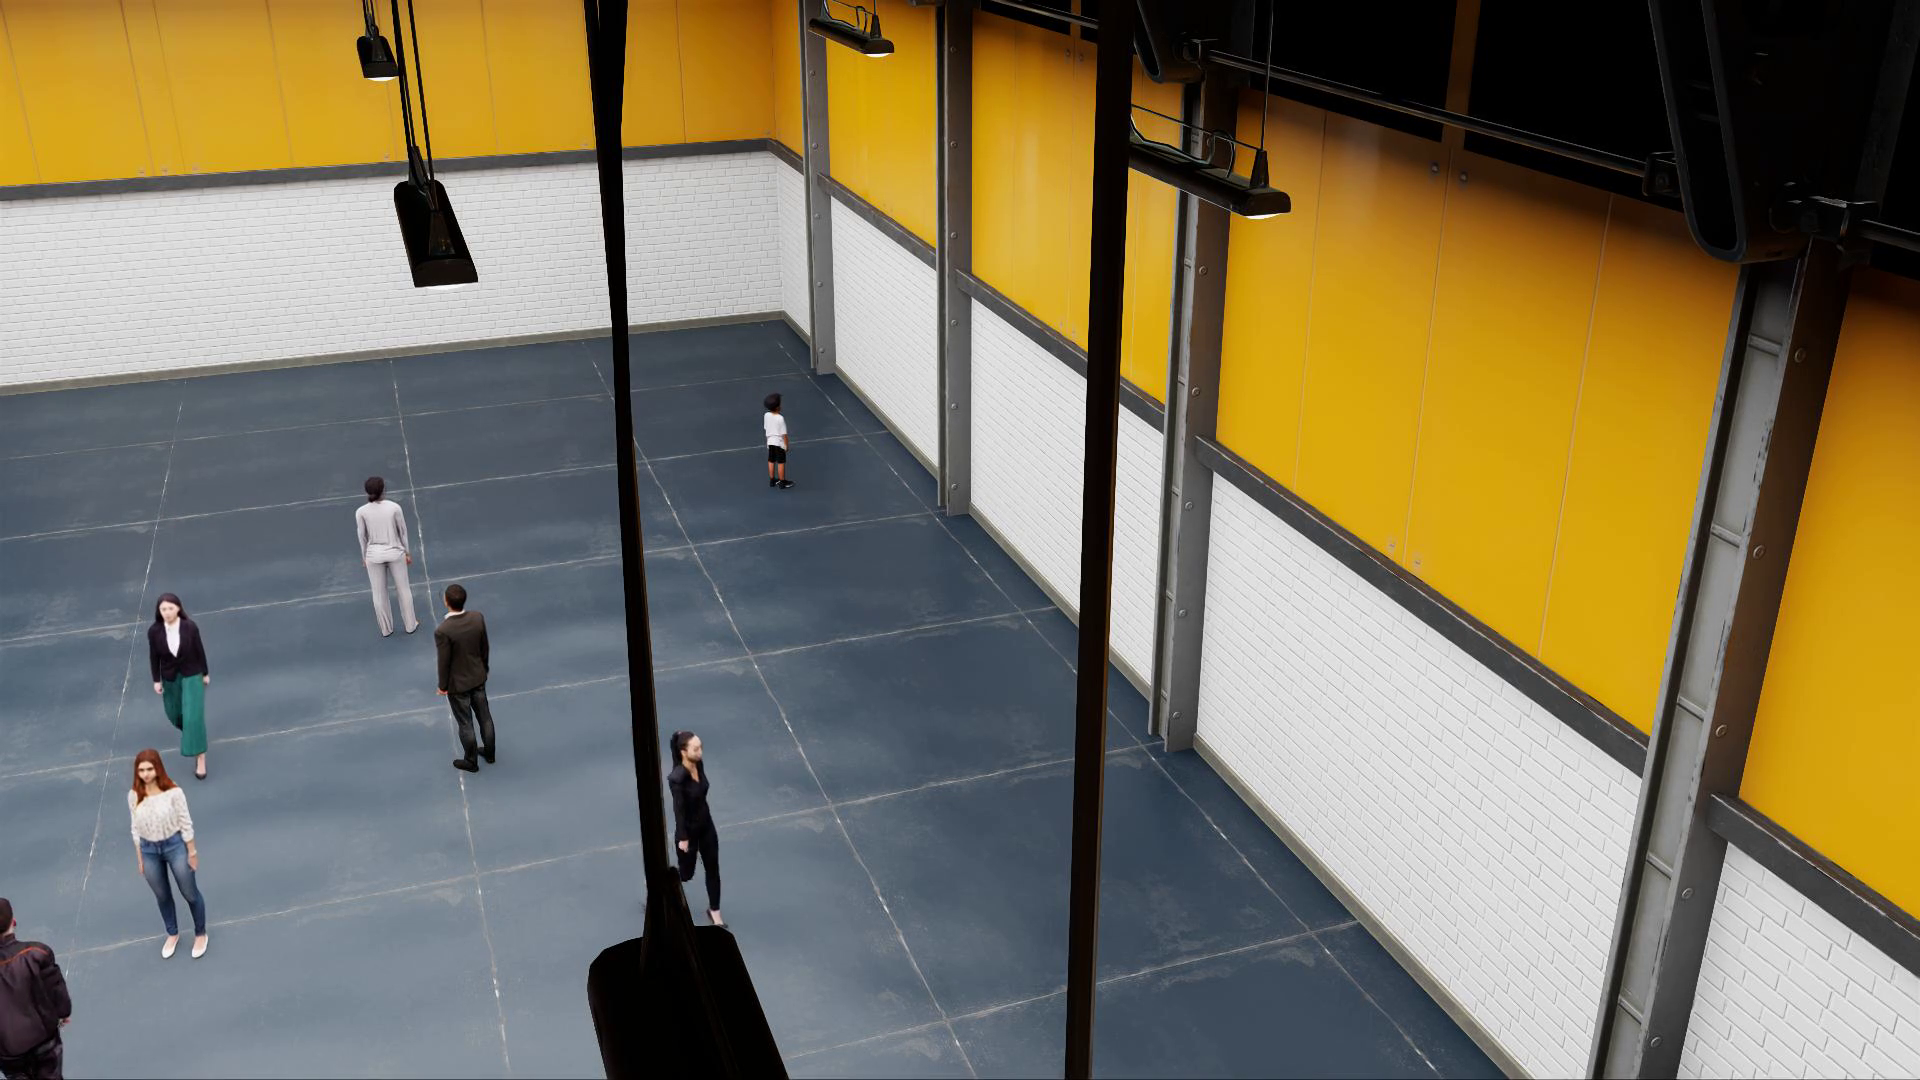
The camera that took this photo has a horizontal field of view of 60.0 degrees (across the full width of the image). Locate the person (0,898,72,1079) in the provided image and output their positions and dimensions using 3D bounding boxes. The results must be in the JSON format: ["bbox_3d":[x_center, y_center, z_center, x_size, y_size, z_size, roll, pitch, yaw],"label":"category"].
[{"bbox_3d":[-5.880,3.104,10.428,0.755,1.844,0.715,-12,26,-25],"label":"person"}]

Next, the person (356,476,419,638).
[{"bbox_3d":[-5.974,0.163,17.292,0.640,1.736,0.527,-7,25,-16],"label":"person"}]

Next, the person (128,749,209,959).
[{"bbox_3d":[-5.915,2.308,12.392,0.631,1.730,0.603,-2,24,-5],"label":"person"}]

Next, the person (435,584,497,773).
[{"bbox_3d":[-4.398,1.212,14.804,0.750,1.805,0.751,17,29,33],"label":"person"}]

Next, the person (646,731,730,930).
[{"bbox_3d":[-2.095,2.214,12.651,1.038,1.694,0.965,11,26,23],"label":"person"}]

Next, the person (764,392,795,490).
[{"bbox_3d":[-2.337,-1.273,21.164,0.583,1.265,0.649,15,28,30],"label":"person"}]

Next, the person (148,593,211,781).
[{"bbox_3d":[-6.948,1.246,14.845,0.610,1.710,1.060,-8,25,-18],"label":"person"}]
